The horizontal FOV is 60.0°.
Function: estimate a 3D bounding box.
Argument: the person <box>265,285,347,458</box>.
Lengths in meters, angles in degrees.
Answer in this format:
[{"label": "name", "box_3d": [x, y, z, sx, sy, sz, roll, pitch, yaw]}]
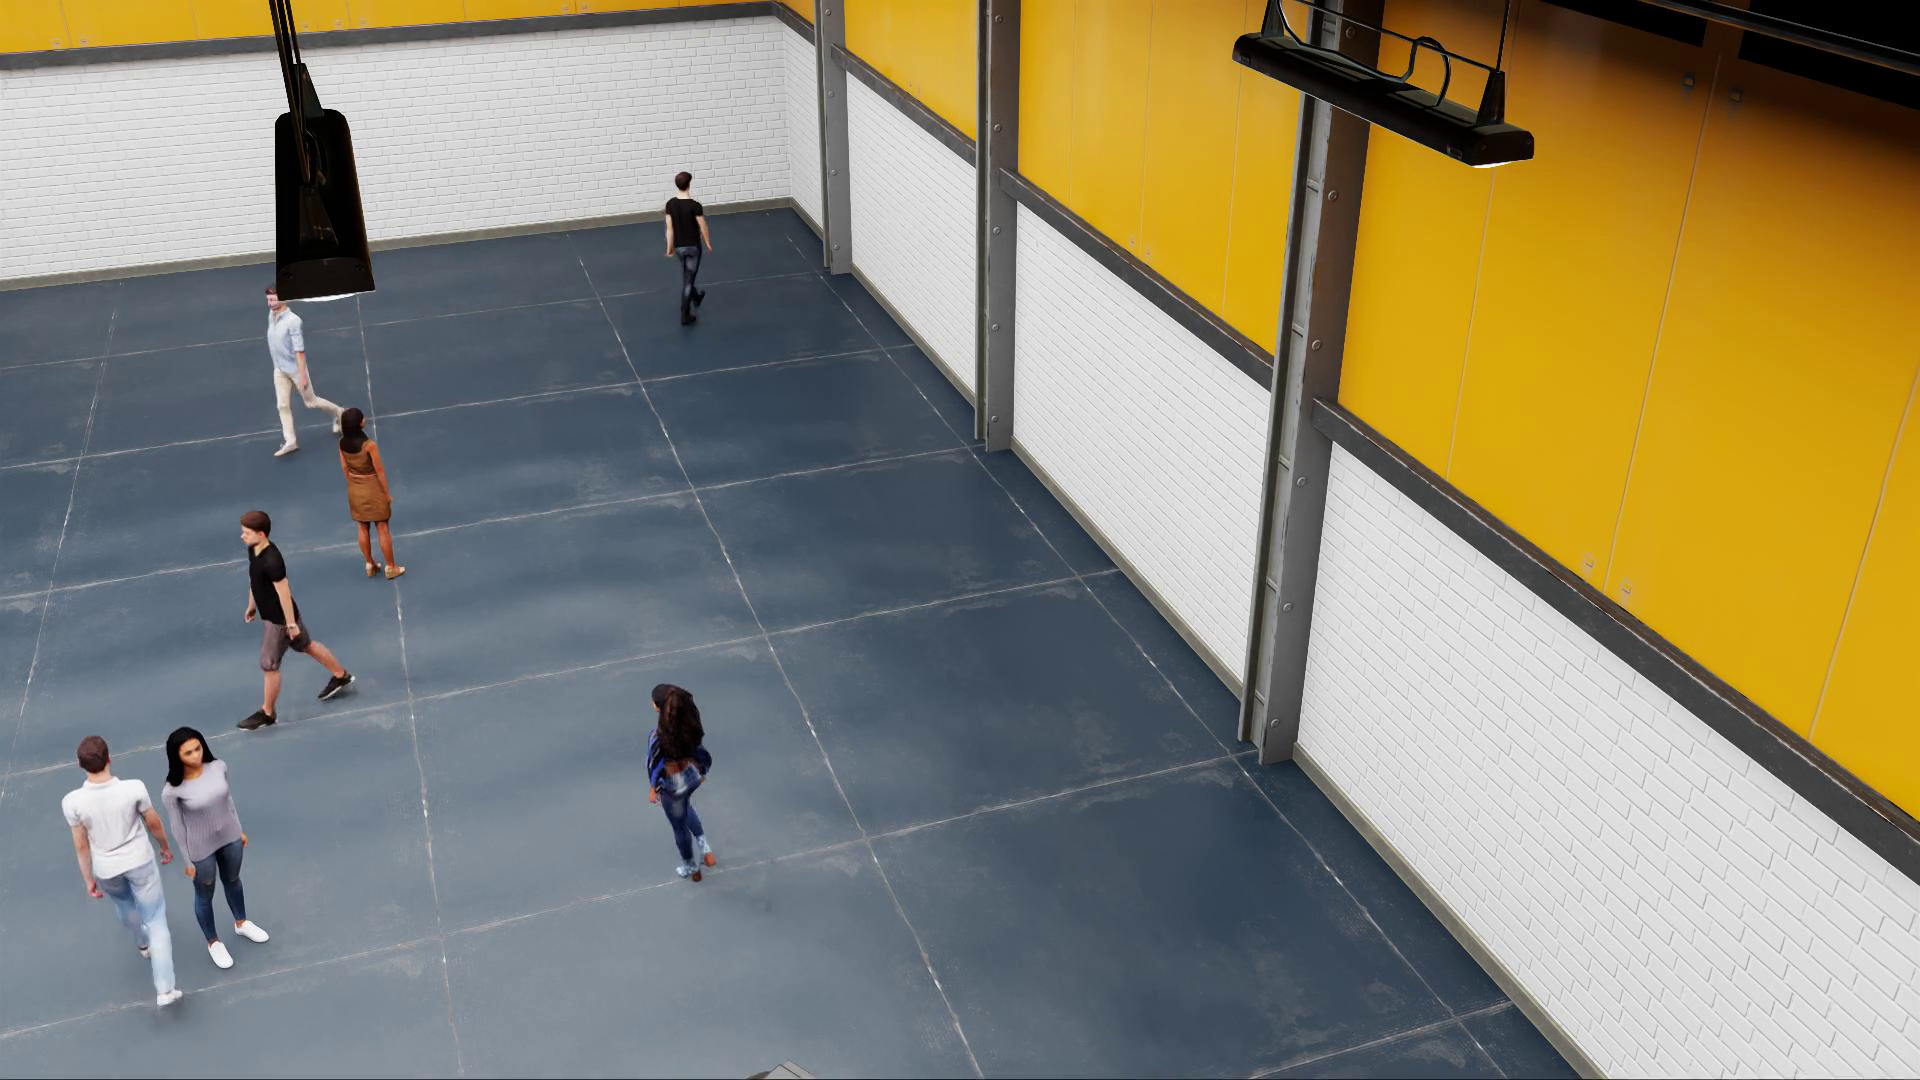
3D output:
[{"label": "person", "box_3d": [-6.989, -1.831, 17.608, 1.169, 1.818, 1.166, 16, 32, 27]}]

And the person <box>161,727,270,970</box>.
[{"label": "person", "box_3d": [-4.857, 1.950, 10.763, 0.711, 1.735, 0.684, 18, 33, 29]}]

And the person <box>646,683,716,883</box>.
[{"label": "person", "box_3d": [-1.867, 1.689, 11.371, 0.789, 1.611, 0.743, 17, 33, 29]}]

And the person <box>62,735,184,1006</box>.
[{"label": "person", "box_3d": [-5.202, 2.110, 10.393, 0.688, 1.807, 1.202, -11, 30, -19]}]

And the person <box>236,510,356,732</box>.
[{"label": "person", "box_3d": [-5.314, 0.566, 13.205, 0.926, 1.826, 1.214, -19, 34, -30]}]

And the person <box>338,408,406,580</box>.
[{"label": "person", "box_3d": [-5.400, -0.421, 15.156, 0.645, 1.690, 0.681, 9, 30, 15]}]

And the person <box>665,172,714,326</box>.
[{"label": "person", "box_3d": [-3.456, -3.614, 20.836, 1.108, 1.855, 1.225, 10, 30, 18]}]
